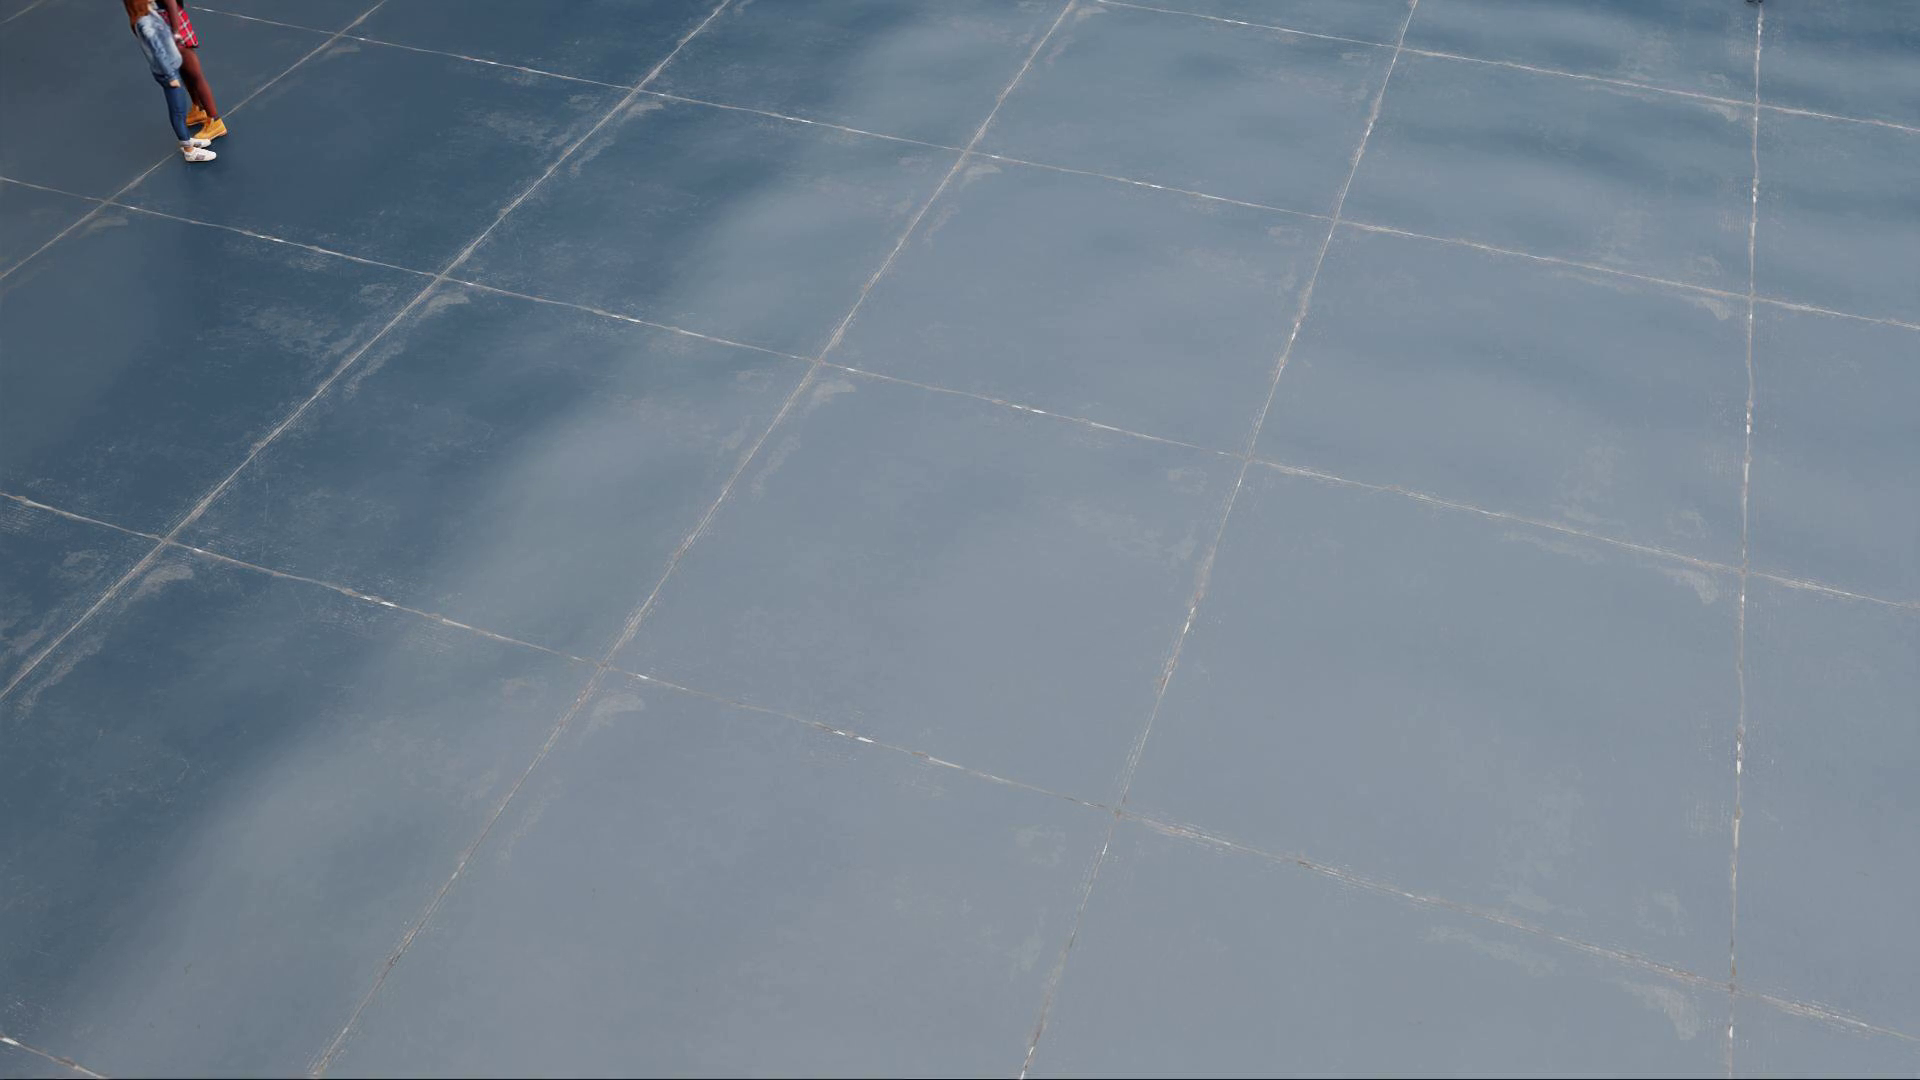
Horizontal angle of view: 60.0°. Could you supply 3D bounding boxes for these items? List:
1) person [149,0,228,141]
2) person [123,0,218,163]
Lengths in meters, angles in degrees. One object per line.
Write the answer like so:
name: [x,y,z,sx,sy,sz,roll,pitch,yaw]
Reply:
person: [-6.193,-4.003,13.095,0.773,1.725,0.687,-29,50,-27]
person: [-6.170,-3.655,12.903,0.693,1.477,0.628,-18,46,-19]
